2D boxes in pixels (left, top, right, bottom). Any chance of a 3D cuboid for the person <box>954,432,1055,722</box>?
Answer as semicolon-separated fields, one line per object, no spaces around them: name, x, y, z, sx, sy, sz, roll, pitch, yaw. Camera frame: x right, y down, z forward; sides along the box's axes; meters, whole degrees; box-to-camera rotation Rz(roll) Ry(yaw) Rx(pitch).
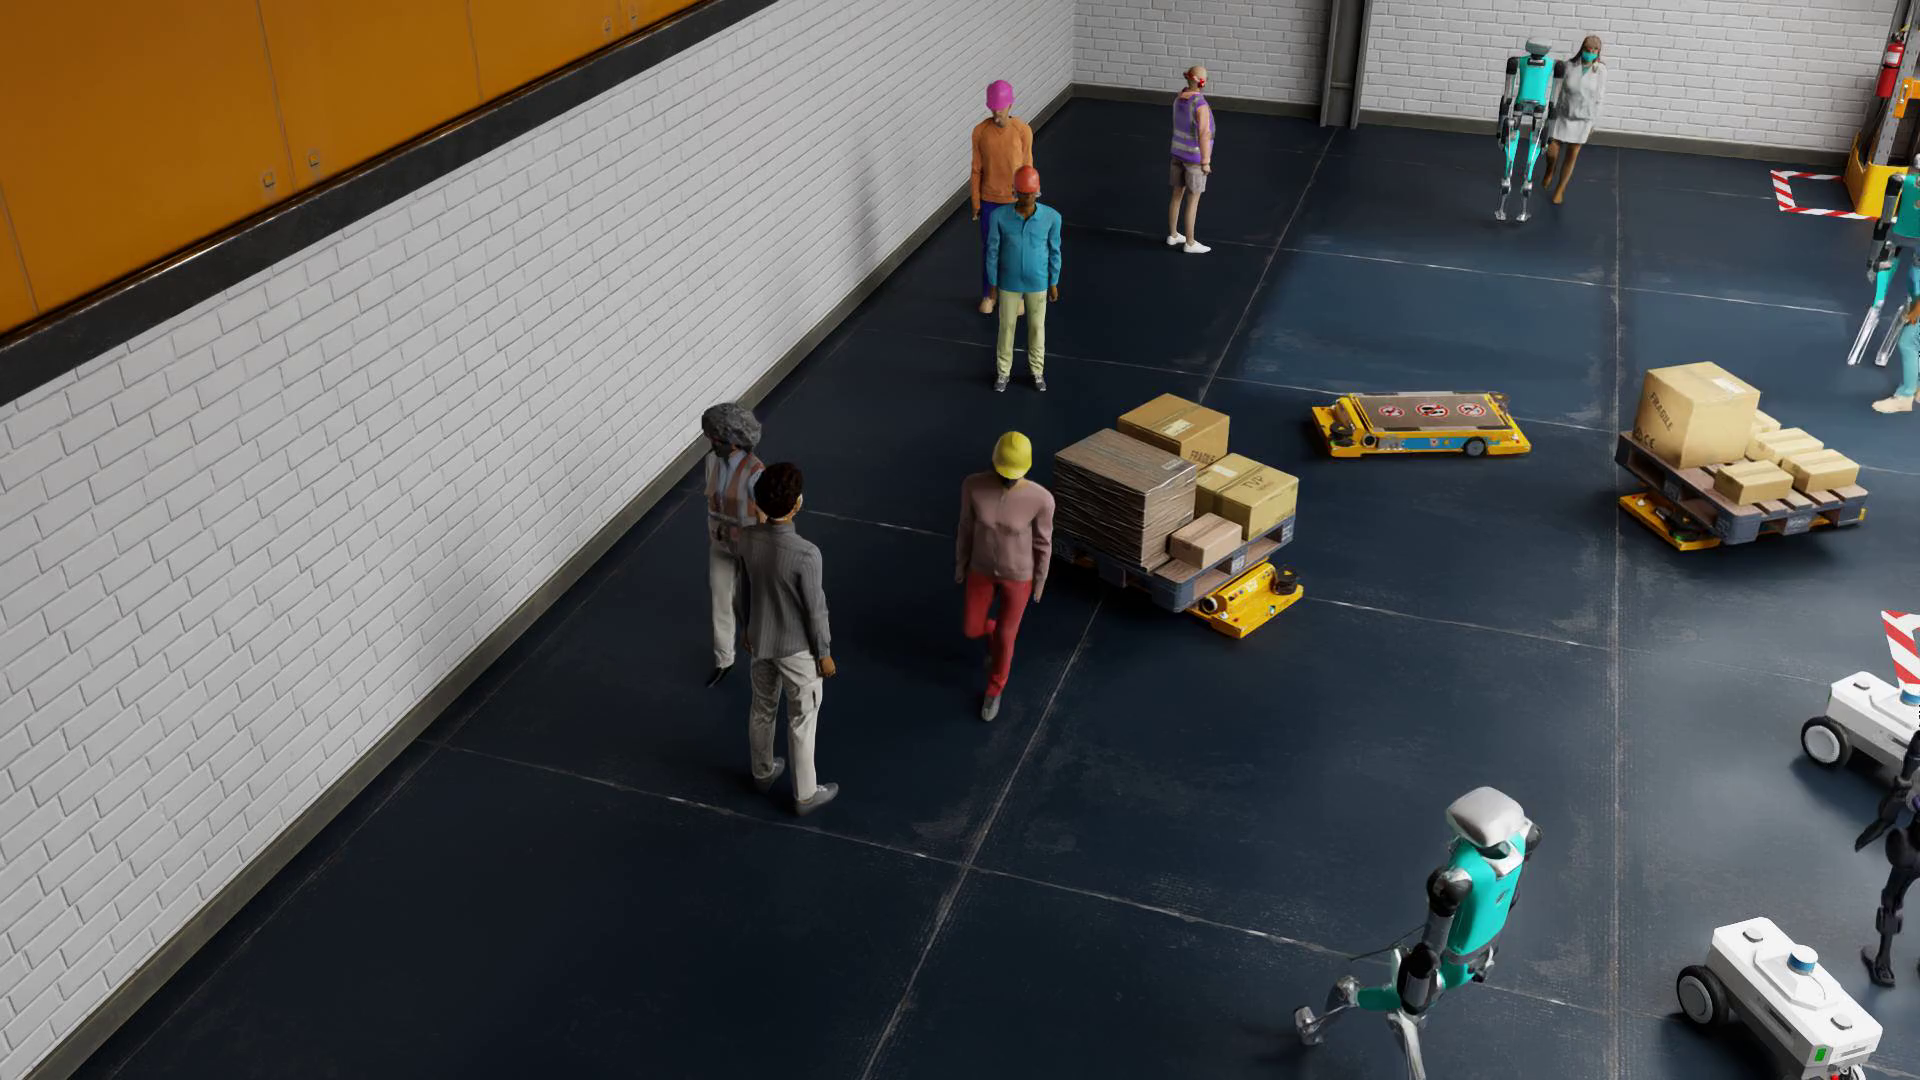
person;0.242;0.148;8.908;0.544;1.737;0.507;9;32;16

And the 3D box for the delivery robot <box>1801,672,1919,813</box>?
delivery robot;4.855;1.003;8.611;0.499;0.568;0.750;-15;34;-24

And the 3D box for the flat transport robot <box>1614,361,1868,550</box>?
flat transport robot;5.197;-0.252;11.053;1.431;0.231;0.659;-9;32;-14

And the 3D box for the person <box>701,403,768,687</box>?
person;-1.185;-0.029;9.294;0.446;1.662;0.764;17;34;26

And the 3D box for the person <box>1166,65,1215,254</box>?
person;2.084;-3.444;15.078;0.351;1.693;0.479;-16;34;-25

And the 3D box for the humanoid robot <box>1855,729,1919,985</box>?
humanoid robot;4.204;1.252;7.114;0.585;1.648;0.334;3;31;5

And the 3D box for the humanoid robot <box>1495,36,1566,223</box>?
humanoid robot;5.229;-3.755;15.433;0.533;1.677;0.735;11;32;18

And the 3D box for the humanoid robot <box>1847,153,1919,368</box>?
humanoid robot;7.319;-2.139;12.847;0.535;1.830;0.664;21;36;32

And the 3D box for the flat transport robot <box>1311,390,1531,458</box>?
flat transport robot;3.329;-0.836;12.048;1.431;0.231;0.659;-1;30;-2

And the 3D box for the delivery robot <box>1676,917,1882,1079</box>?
delivery robot;3.481;1.953;7.007;0.499;0.581;0.774;-9;32;-15

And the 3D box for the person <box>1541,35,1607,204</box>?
person;5.984;-4.106;16.236;0.498;1.643;0.424;11;32;19

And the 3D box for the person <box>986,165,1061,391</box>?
person;0.474;-1.957;12.484;0.567;1.755;0.319;0;30;0

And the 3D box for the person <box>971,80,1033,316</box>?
person;0.341;-2.822;13.753;0.516;1.973;0.402;4;31;6

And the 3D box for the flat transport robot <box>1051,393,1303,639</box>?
flat transport robot;1.356;0.152;10.367;1.431;0.231;0.659;26;39;37

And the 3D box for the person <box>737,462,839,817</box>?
person;-0.885;0.497;8.192;0.555;1.887;0.398;19;36;29

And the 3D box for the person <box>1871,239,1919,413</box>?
person;7.121;-1.812;12.160;0.464;1.838;0.677;15;33;23

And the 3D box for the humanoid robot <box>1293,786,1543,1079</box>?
humanoid robot;1.689;1.559;6.552;0.571;1.797;0.926;-22;37;-33
